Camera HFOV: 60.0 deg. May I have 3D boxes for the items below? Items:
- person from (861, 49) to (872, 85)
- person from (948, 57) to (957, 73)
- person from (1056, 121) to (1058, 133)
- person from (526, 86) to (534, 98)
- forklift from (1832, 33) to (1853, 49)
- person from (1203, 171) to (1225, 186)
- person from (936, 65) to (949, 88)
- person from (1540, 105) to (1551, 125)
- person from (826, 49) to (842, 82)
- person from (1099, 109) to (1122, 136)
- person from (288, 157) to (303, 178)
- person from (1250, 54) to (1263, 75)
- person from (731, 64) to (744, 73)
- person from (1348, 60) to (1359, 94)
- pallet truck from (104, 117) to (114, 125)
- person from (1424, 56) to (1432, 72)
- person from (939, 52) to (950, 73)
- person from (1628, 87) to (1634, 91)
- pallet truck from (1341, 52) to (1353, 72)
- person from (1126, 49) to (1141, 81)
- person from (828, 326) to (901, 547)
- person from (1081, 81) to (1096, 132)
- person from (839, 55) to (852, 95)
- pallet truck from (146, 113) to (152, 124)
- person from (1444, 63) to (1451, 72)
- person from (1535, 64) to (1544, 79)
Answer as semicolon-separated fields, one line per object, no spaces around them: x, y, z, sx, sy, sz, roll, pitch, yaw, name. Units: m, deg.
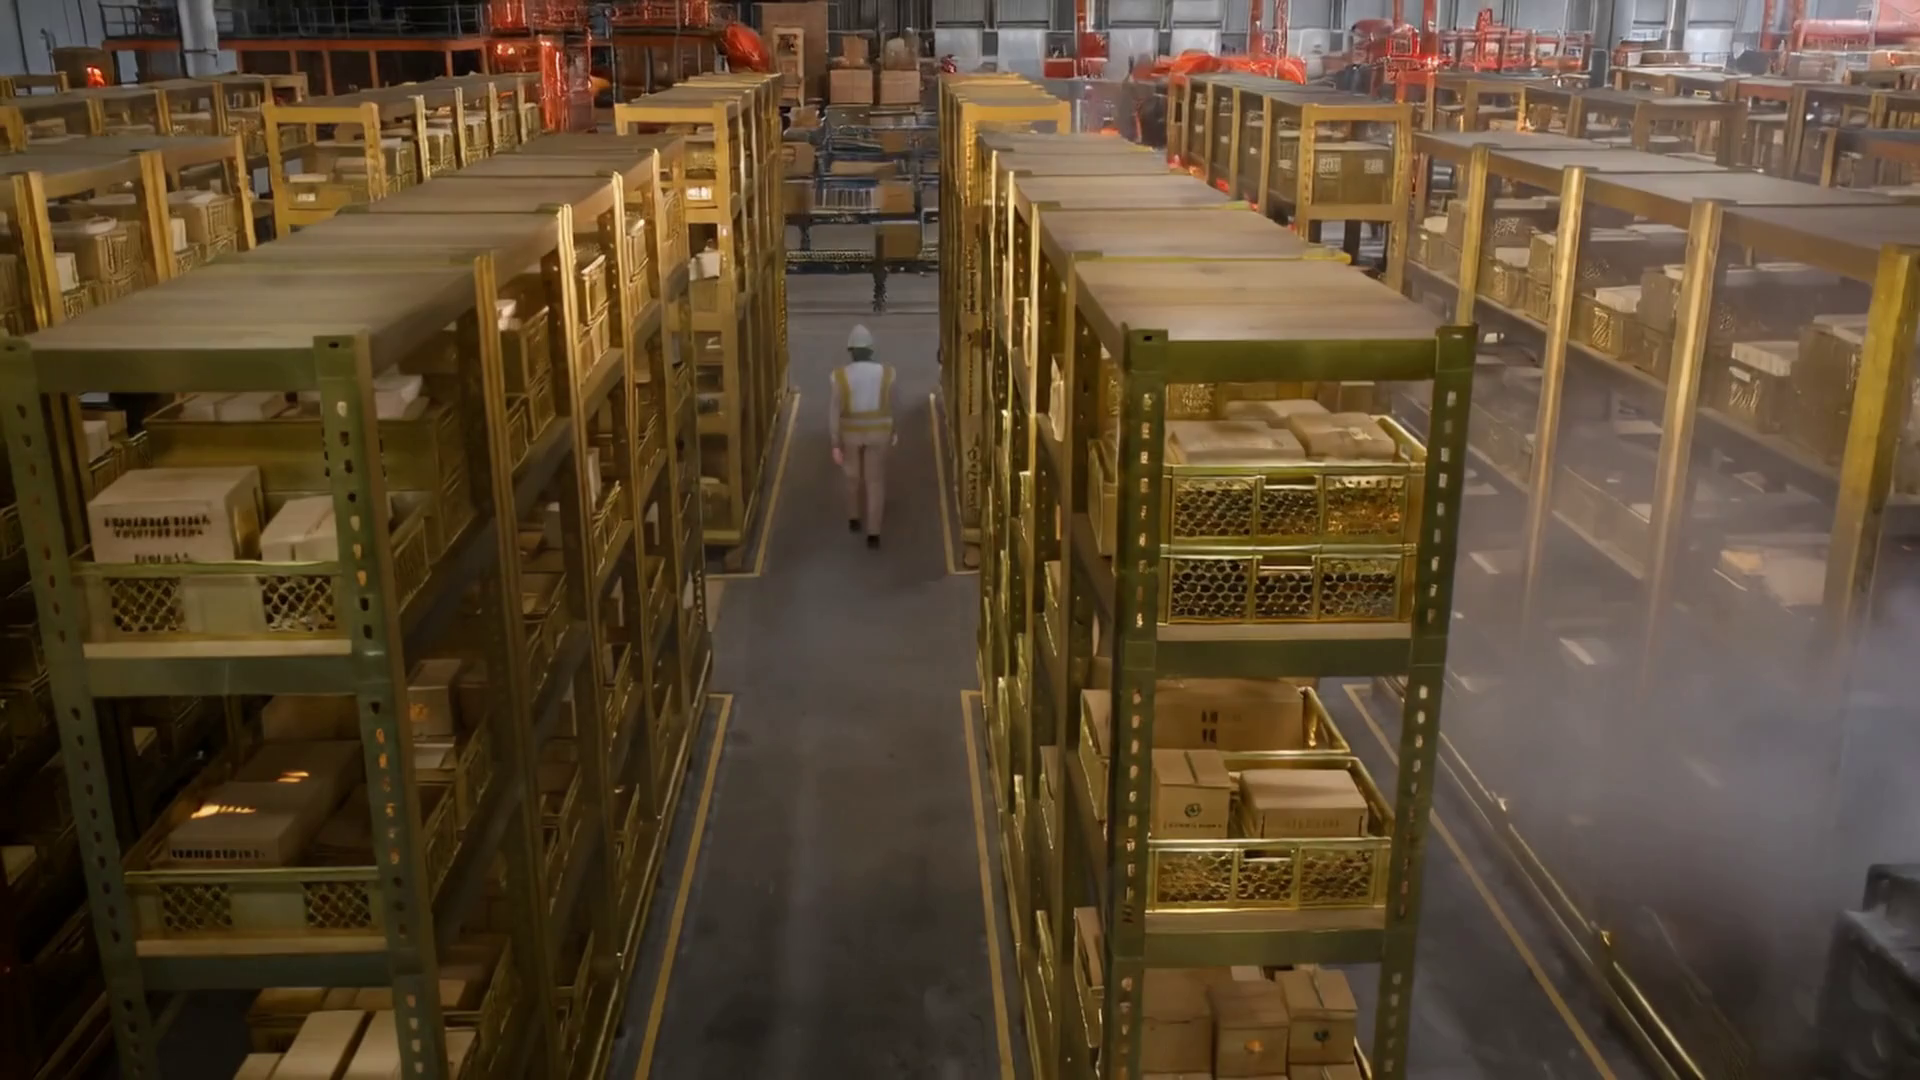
-5.038;-25.554;89.894;0.617;1.908;0.921;-1;18;-3;person
-0.390;-21.039;75.873;0.545;1.942;0.350;-15;23;-39;person
2.237;-8.872;38.058;0.378;2.044;0.607;-3;18;-10;person
-16.139;-16.677;62.530;0.327;1.842;0.517;-1;18;-2;person
46.103;-25.165;87.138;1.129;2.768;1.873;-6;19;-17;forklift
5.321;-7.668;34.602;0.868;1.881;0.646;-11;21;-30;person
-0.534;-17.634;65.316;0.655;1.942;0.998;-13;22;-34;person
19.804;-14.624;56.562;0.794;1.607;0.521;0;18;-1;person
-7.122;-26.815;93.958;0.827;1.814;0.625;0;18;1;person
3.506;-9.103;38.970;0.544;1.922;0.422;1;18;3;person
-11.707;-6.048;29.772;0.547;1.752;0.436;-12;22;-33;person
14.013;-22.015;78.734;0.692;2.000;1.051;13;22;35;person
-9.420;-19.254;70.550;0.576;1.835;0.997;-3;18;-9;person
17.142;-19.928;72.463;0.457;1.922;0.585;7;19;22;person
-18.367;-7.885;35.078;1.885;1.965;0.823;1;18;2;pallet truck
22.230;-22.045;79.078;0.337;1.882;0.583;11;21;30;person
-0.798;-24.166;85.660;0.603;1.870;0.982;-2;18;-6;person
21.272;-13.513;52.892;0.558;1.735;0.490;-6;19;-19;person
18.794;-23.123;82.231;0.823;1.965;1.885;-13;22;-35;pallet truck
9.734;-26.580;93.255;0.982;1.790;0.648;-5;19;-15;person
-0.778;-0.856;13.670;0.591;1.794;0.915;-1;18;-4;person
4.468;-15.056;57.731;0.489;1.714;0.842;5;19;16;person
-5.532;-22.495;80.425;0.631;1.904;0.591;-2;18;-6;person
-18.087;-8.309;36.390;1.885;1.965;0.823;-1;18;-4;pallet truck
19.602;-18.178;66.980;0.365;1.962;0.614;7;19;20;person
24.083;-18.868;69.294;0.543;1.860;0.331;-9;20;-26;person
